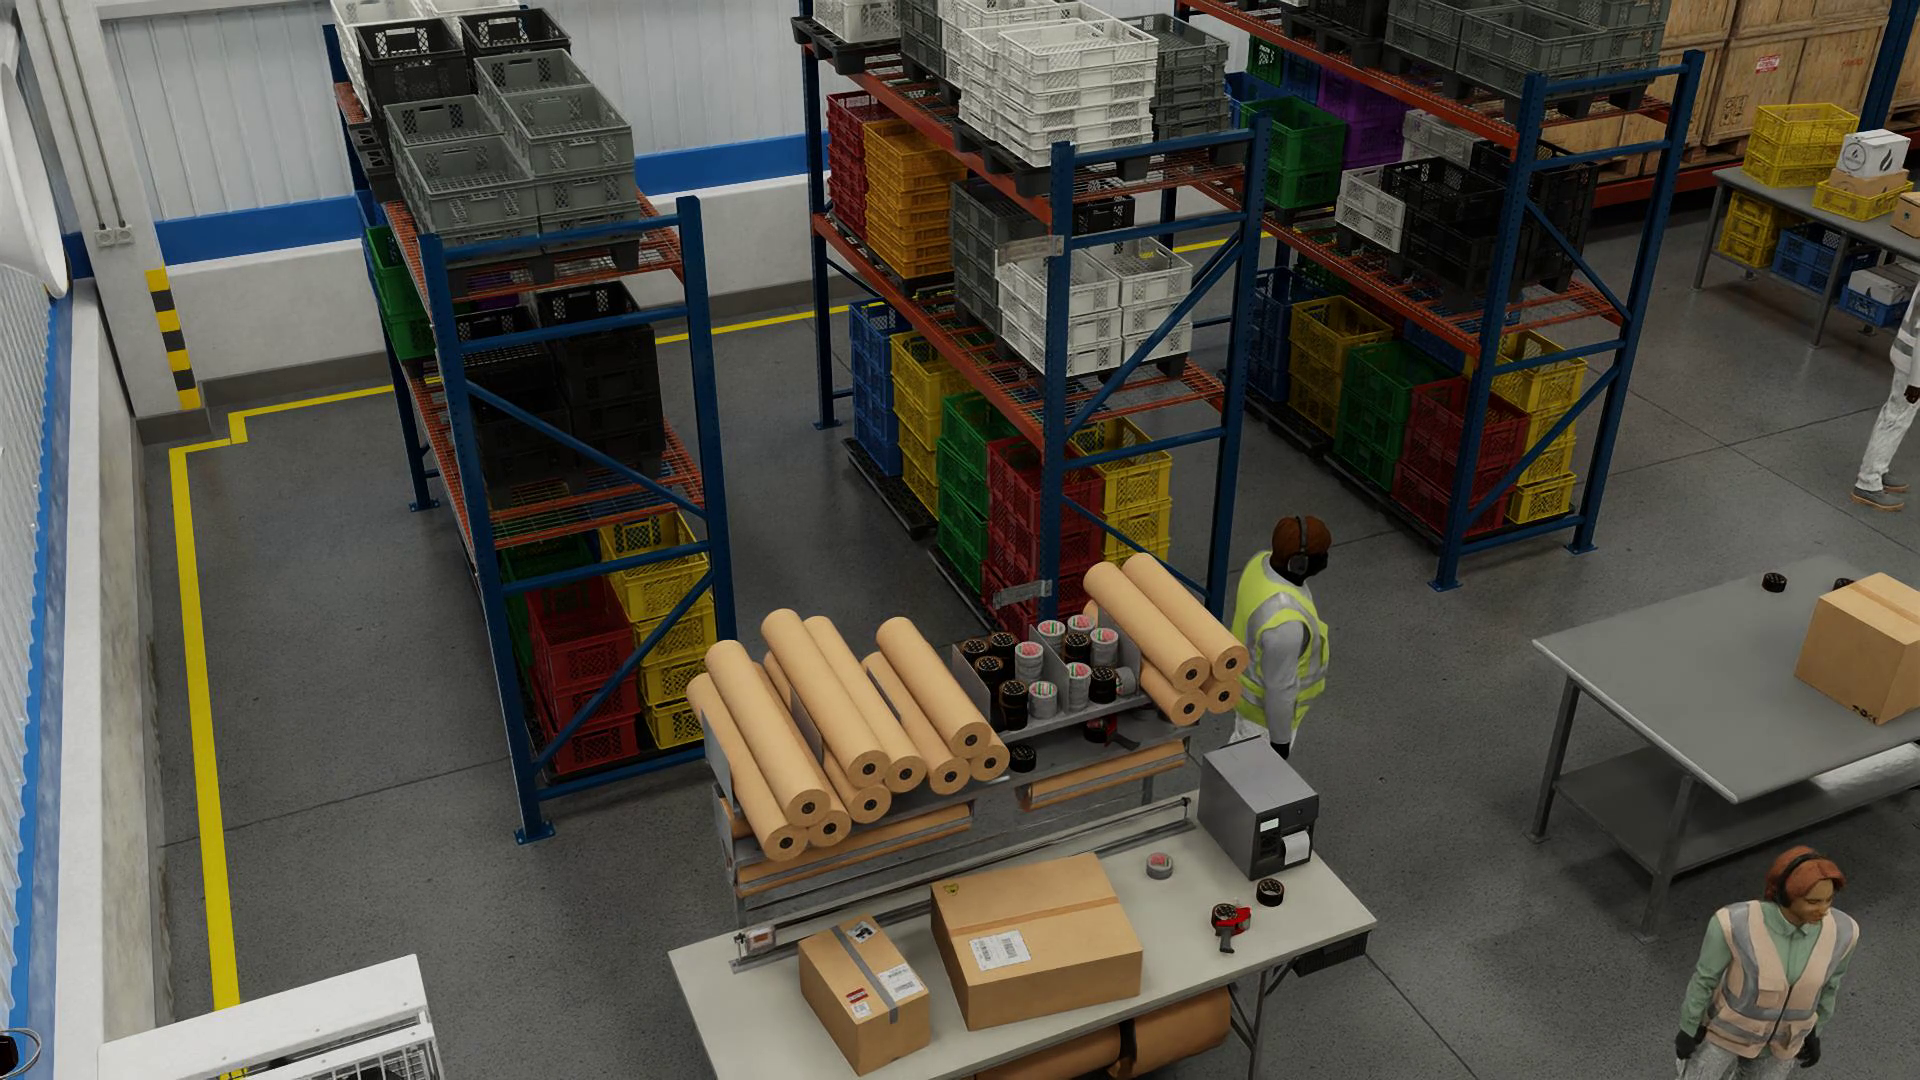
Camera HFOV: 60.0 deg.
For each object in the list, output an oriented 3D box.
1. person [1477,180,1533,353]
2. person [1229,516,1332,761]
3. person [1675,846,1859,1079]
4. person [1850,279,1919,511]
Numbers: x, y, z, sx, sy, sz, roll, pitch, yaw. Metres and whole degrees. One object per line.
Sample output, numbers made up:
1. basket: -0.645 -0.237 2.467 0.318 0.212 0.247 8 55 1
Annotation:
1. person: 3.694 -1.844 11.363 0.352 1.936 0.635 14 34 21
2. person: 1.383 0.695 7.341 0.430 1.836 0.630 0 32 0
3. person: 2.771 1.724 5.841 0.522 1.645 0.306 0 32 1
4. person: 5.880 -1.087 10.194 0.342 1.875 0.579 18 36 26
